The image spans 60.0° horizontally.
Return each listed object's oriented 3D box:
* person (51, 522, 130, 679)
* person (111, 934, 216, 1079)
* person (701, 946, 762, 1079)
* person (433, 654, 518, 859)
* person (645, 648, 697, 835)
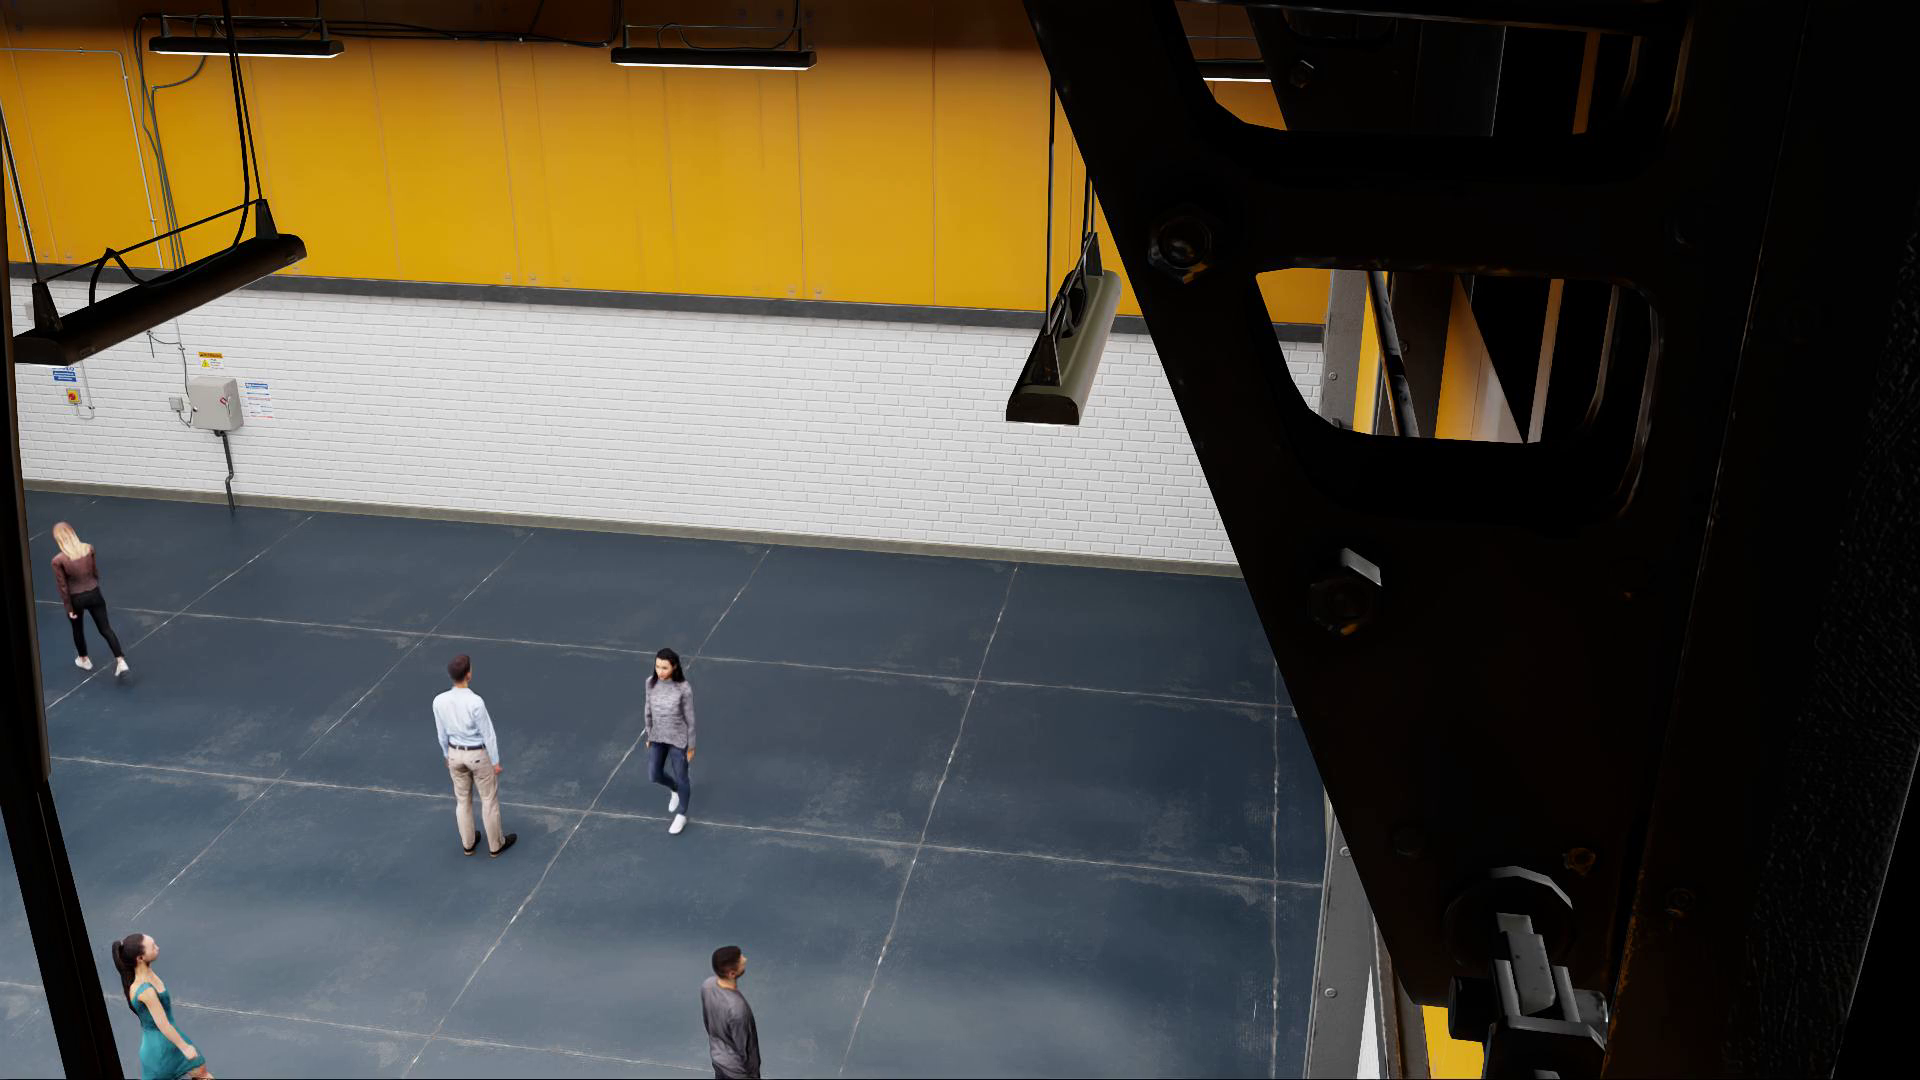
[{"bbox_3d":[-8.732,0.632,16.693,1.020,1.669,1.130,18,29,36],"label":"person"},{"bbox_3d":[-5.185,3.288,10.650,0.967,1.643,1.011,-11,26,-23],"label":"person"},{"bbox_3d":[-1.419,3.298,10.481,0.733,1.761,0.702,-20,31,-38],"label":"person"},{"bbox_3d":[-4.061,1.799,13.805,0.625,1.844,0.581,4,24,9],"label":"person"},{"bbox_3d":[-2.436,1.664,14.262,0.674,1.725,0.704,7,25,17],"label":"person"}]
